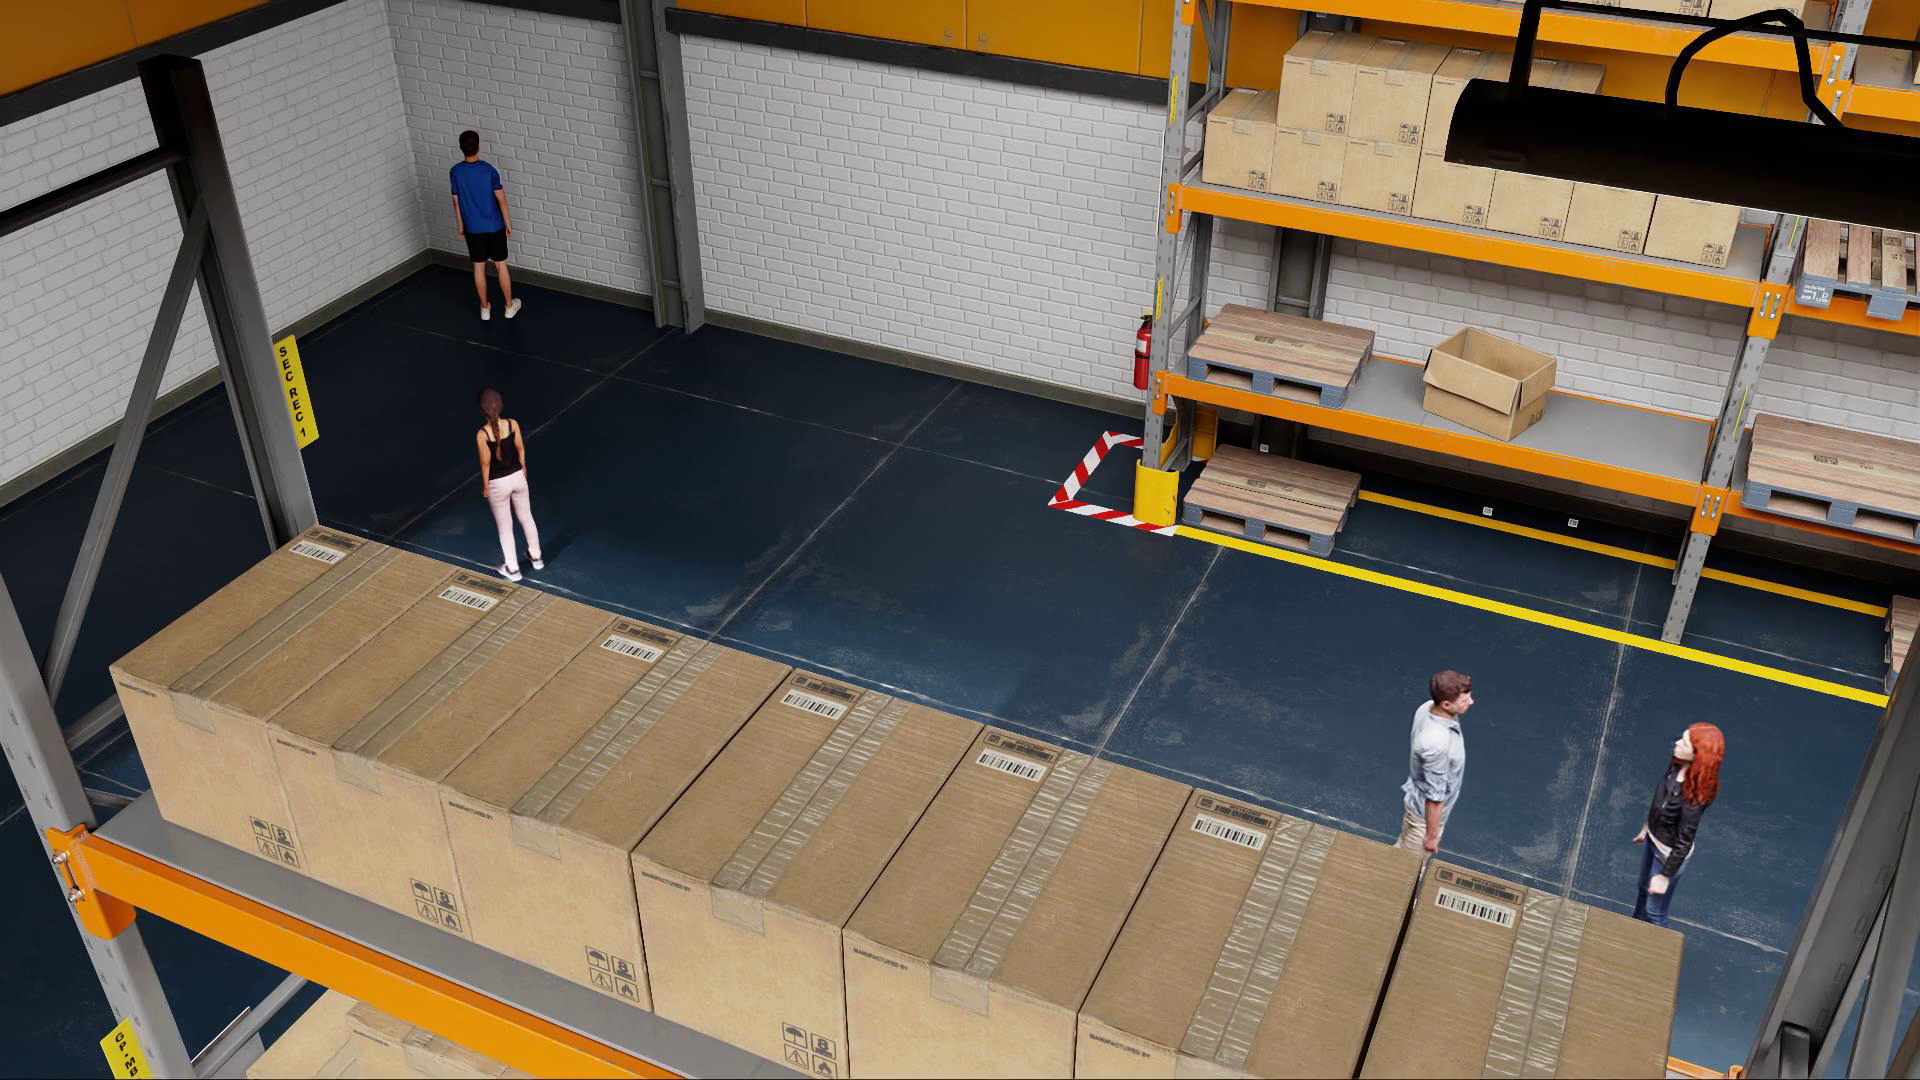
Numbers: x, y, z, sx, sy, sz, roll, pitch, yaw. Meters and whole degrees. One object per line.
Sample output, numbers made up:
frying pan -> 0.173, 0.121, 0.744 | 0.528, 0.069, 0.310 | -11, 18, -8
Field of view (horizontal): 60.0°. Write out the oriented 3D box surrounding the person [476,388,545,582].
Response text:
person -> -3.364, -0.425, 12.326 | 0.605, 1.564, 0.610 | -27, 42, -34

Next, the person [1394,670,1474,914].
person -> 2.582, 1.463, 9.229 | 0.625, 1.847, 0.704 | 6, 34, 9

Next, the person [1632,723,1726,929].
person -> 3.792, 1.685, 8.951 | 0.623, 1.786, 0.631 | 6, 34, 8

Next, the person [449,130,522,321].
person -> -4.585, -3.029, 15.971 | 0.713, 1.866, 0.817 | -5, 34, -8
